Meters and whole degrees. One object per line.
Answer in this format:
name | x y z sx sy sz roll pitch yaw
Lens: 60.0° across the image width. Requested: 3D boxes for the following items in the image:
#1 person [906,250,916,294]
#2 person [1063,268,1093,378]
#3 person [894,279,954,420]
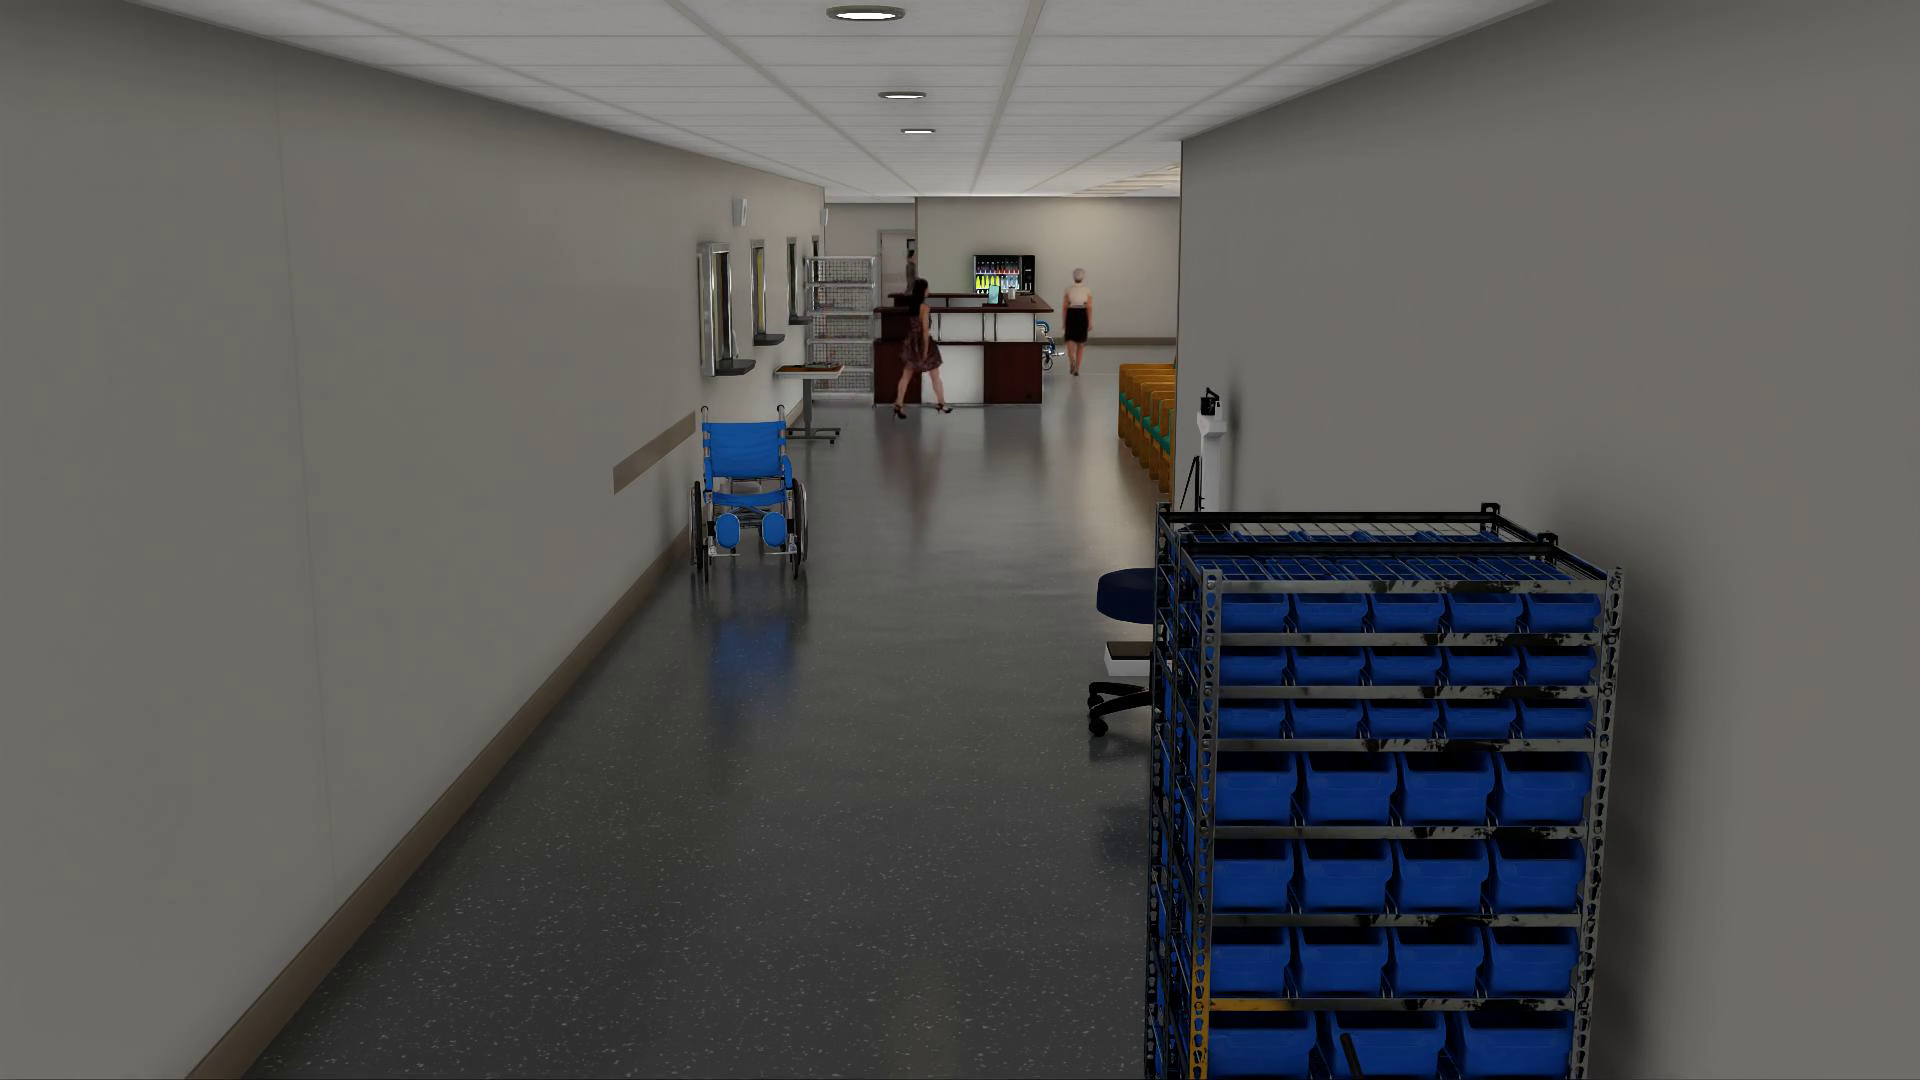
person | -1.153 -5.774 38.510 1.094 1.854 0.932 4 12 22
person | 1.880 -3.470 26.663 0.719 1.743 0.714 1 11 4
person | -0.576 -2.304 20.597 1.201 1.714 1.094 -9 14 -40
